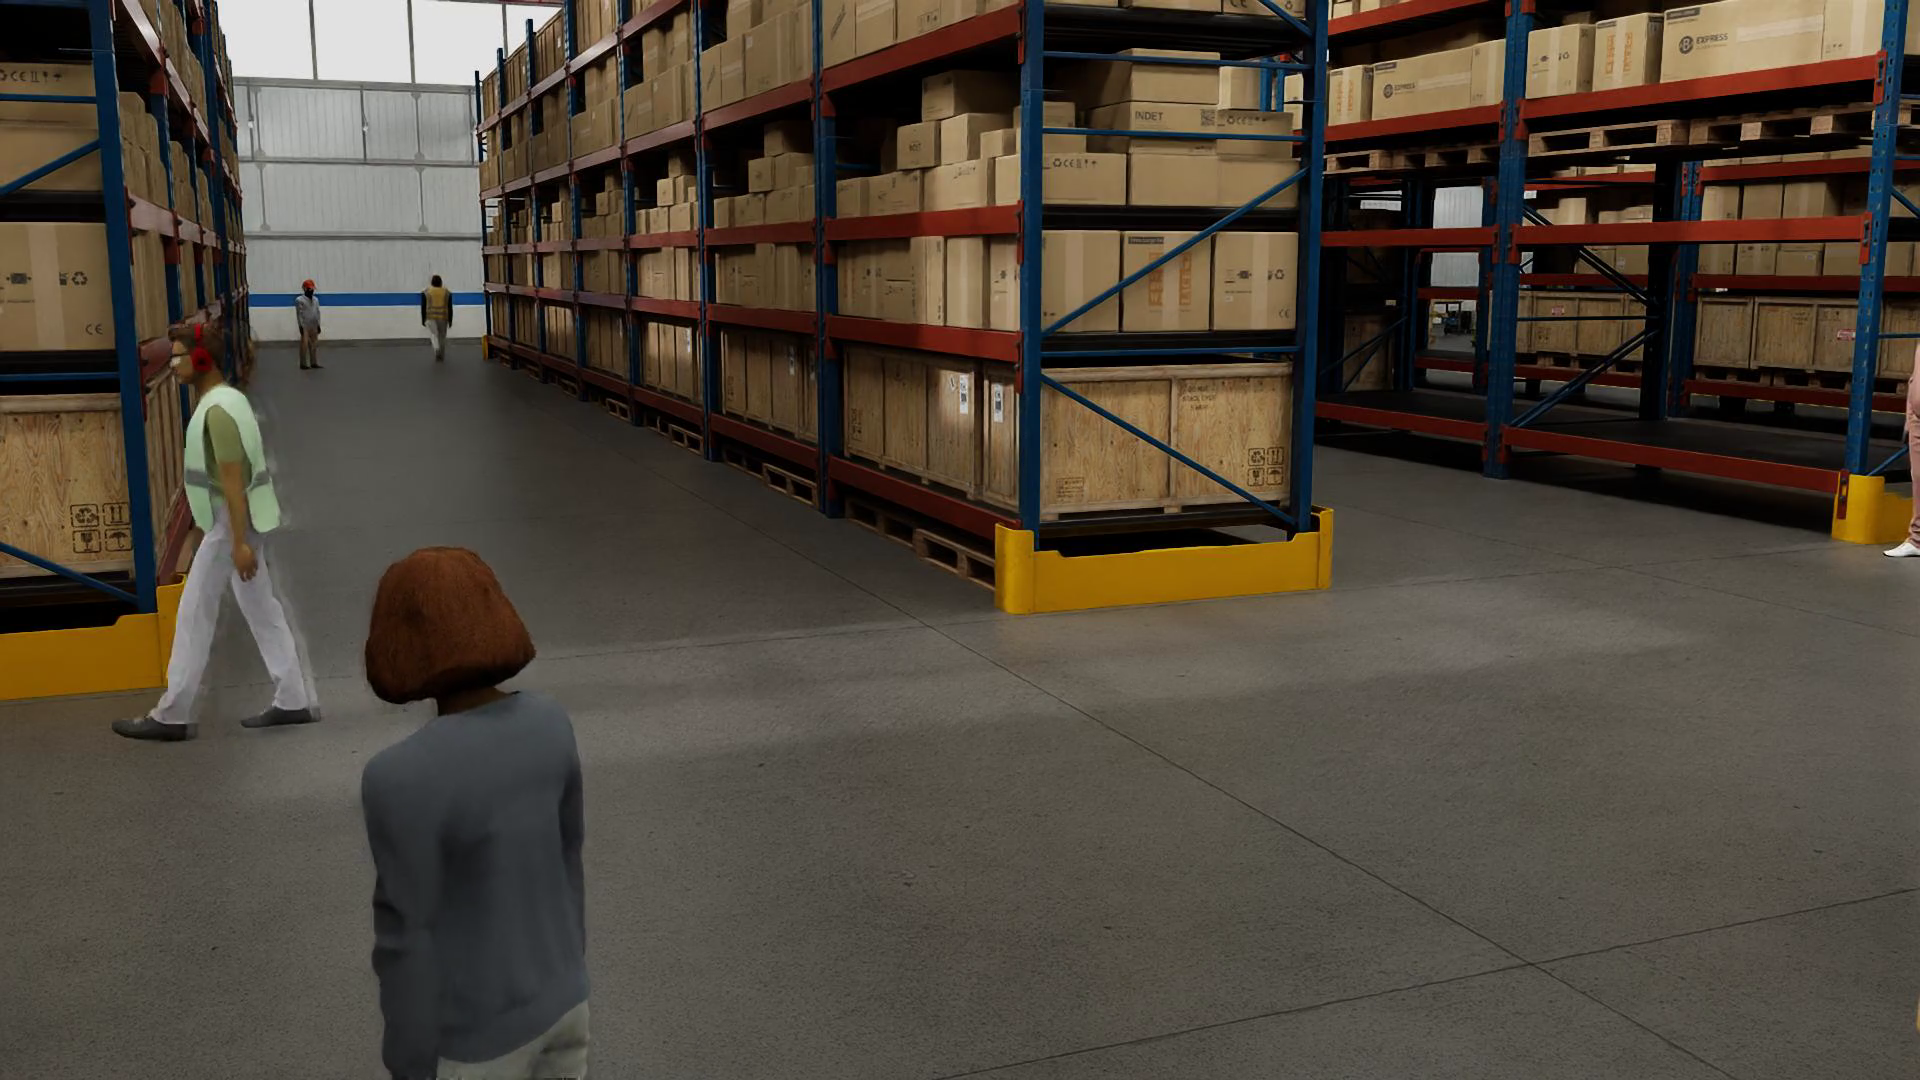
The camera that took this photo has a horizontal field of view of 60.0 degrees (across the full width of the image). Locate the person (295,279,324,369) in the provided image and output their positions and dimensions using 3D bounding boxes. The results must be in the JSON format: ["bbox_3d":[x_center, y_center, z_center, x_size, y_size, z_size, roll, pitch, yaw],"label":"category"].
[{"bbox_3d":[-12.673,-4.201,32.429,0.356,1.744,0.565,4,10,22],"label":"person"}]

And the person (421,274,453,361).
[{"bbox_3d":[-10.948,-4.651,34.880,0.631,1.825,0.660,-5,11,-26],"label":"person"}]

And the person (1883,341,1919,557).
[{"bbox_3d":[6.745,-0.783,11.443,0.410,1.913,0.651,-2,10,-13],"label":"person"}]

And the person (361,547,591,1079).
[{"bbox_3d":[-0.772,0.816,2.783,0.393,1.607,0.519,4,10,21],"label":"person"}]

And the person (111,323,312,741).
[{"bbox_3d":[-3.302,-0.027,7.230,0.890,1.804,0.590,-3,10,-20],"label":"person"}]
